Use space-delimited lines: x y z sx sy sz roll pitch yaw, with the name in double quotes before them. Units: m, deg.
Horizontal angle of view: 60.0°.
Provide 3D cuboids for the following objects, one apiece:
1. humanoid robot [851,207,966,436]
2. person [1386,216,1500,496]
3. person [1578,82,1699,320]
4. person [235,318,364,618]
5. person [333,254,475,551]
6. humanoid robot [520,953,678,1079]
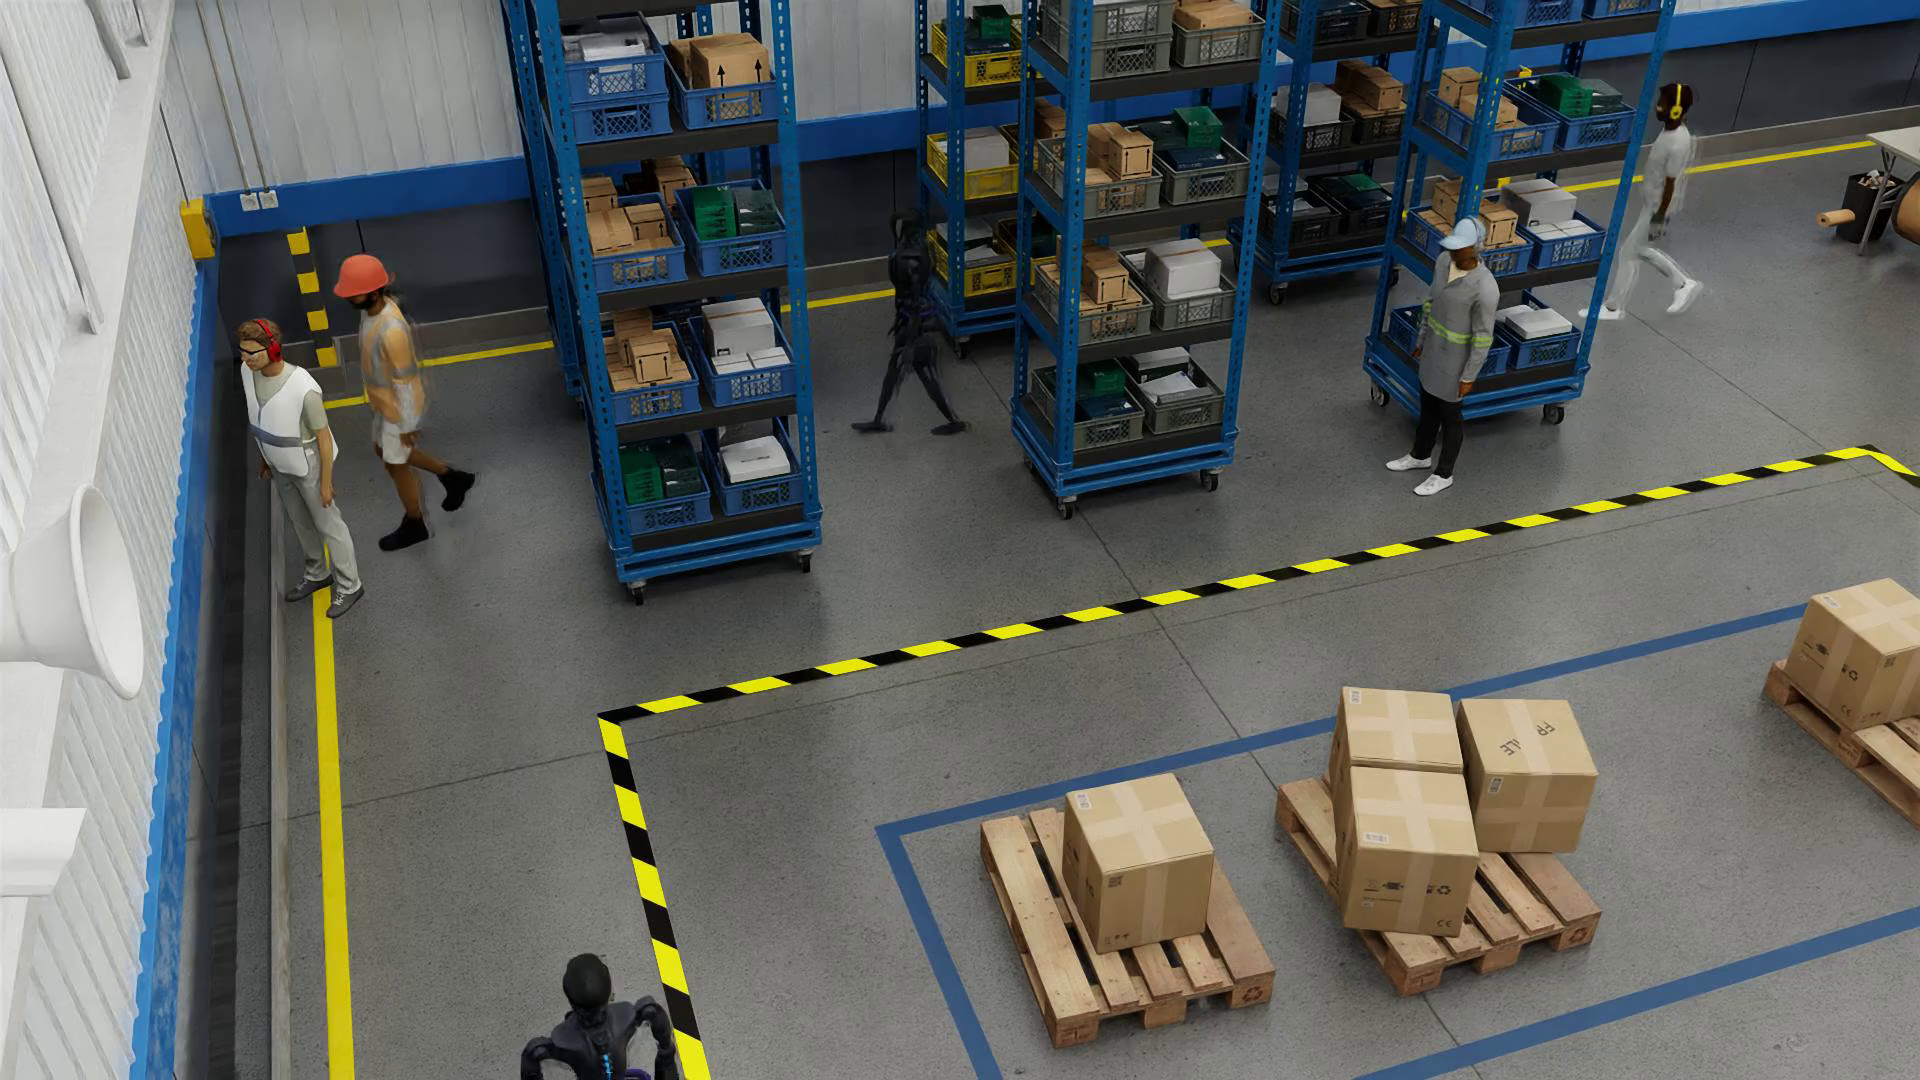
"humanoid robot" -0.321 -1.382 10.841 0.779 1.630 0.587 -7 36 -9
"person" 2.996 -1.140 10.298 0.384 1.851 0.596 -12 37 -16
"person" 5.131 -2.433 12.147 0.749 1.845 0.510 7 36 10
"person" -3.678 -0.414 9.272 0.562 1.847 0.389 19 40 25
"person" -3.303 -0.827 9.796 0.557 1.916 0.570 -17 39 -22
"humanoid robot" -1.270 2.057 5.919 0.585 1.651 0.458 -18 39 -24
